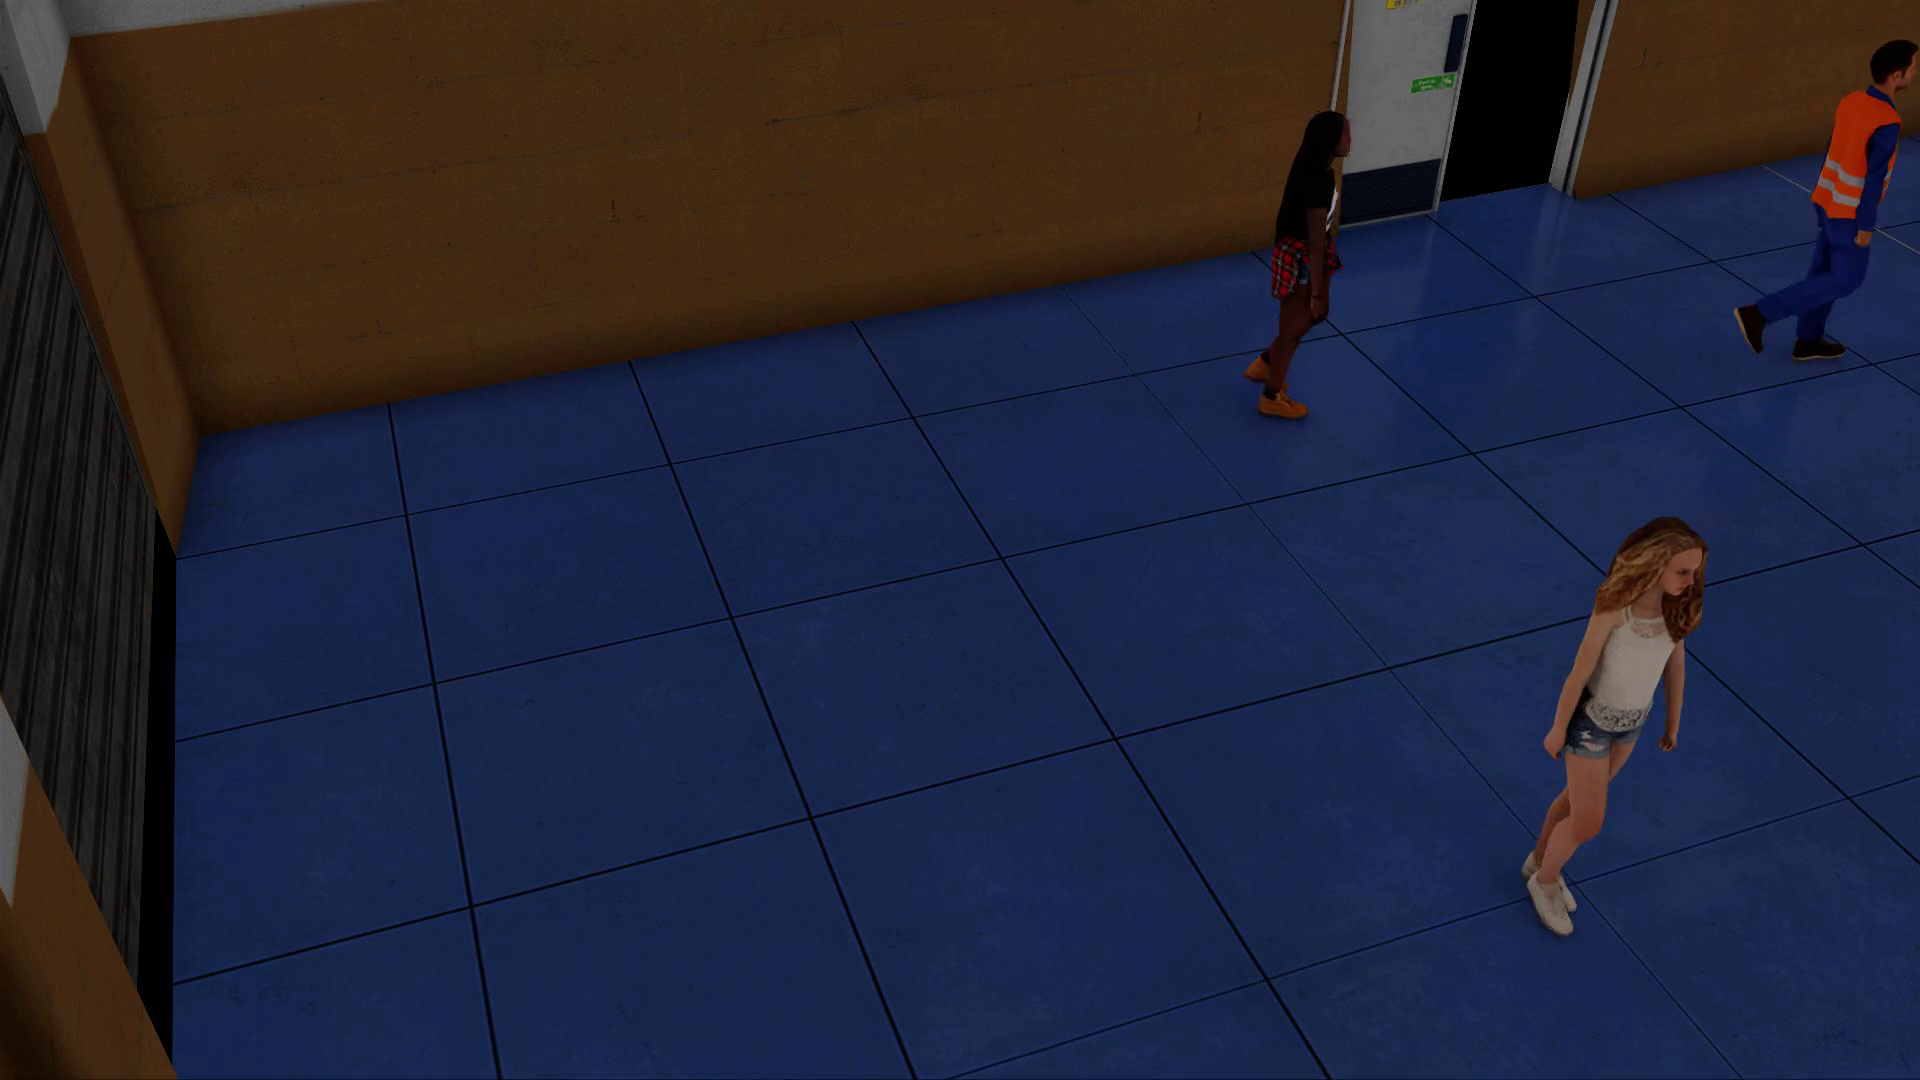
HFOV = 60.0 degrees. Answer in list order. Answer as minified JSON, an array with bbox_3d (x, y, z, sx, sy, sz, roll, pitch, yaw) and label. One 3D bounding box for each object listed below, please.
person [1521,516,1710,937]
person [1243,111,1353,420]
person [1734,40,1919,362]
[{"bbox_3d":[2.215,0.604,5.886,0.631,1.750,0.593,-15,40,-19],"label":"person"},{"bbox_3d":[1.663,-1.378,8.559,0.793,1.711,0.731,4,37,5],"label":"person"},{"bbox_3d":[4.688,-1.769,8.962,0.970,1.853,1.010,1,37,2],"label":"person"}]
